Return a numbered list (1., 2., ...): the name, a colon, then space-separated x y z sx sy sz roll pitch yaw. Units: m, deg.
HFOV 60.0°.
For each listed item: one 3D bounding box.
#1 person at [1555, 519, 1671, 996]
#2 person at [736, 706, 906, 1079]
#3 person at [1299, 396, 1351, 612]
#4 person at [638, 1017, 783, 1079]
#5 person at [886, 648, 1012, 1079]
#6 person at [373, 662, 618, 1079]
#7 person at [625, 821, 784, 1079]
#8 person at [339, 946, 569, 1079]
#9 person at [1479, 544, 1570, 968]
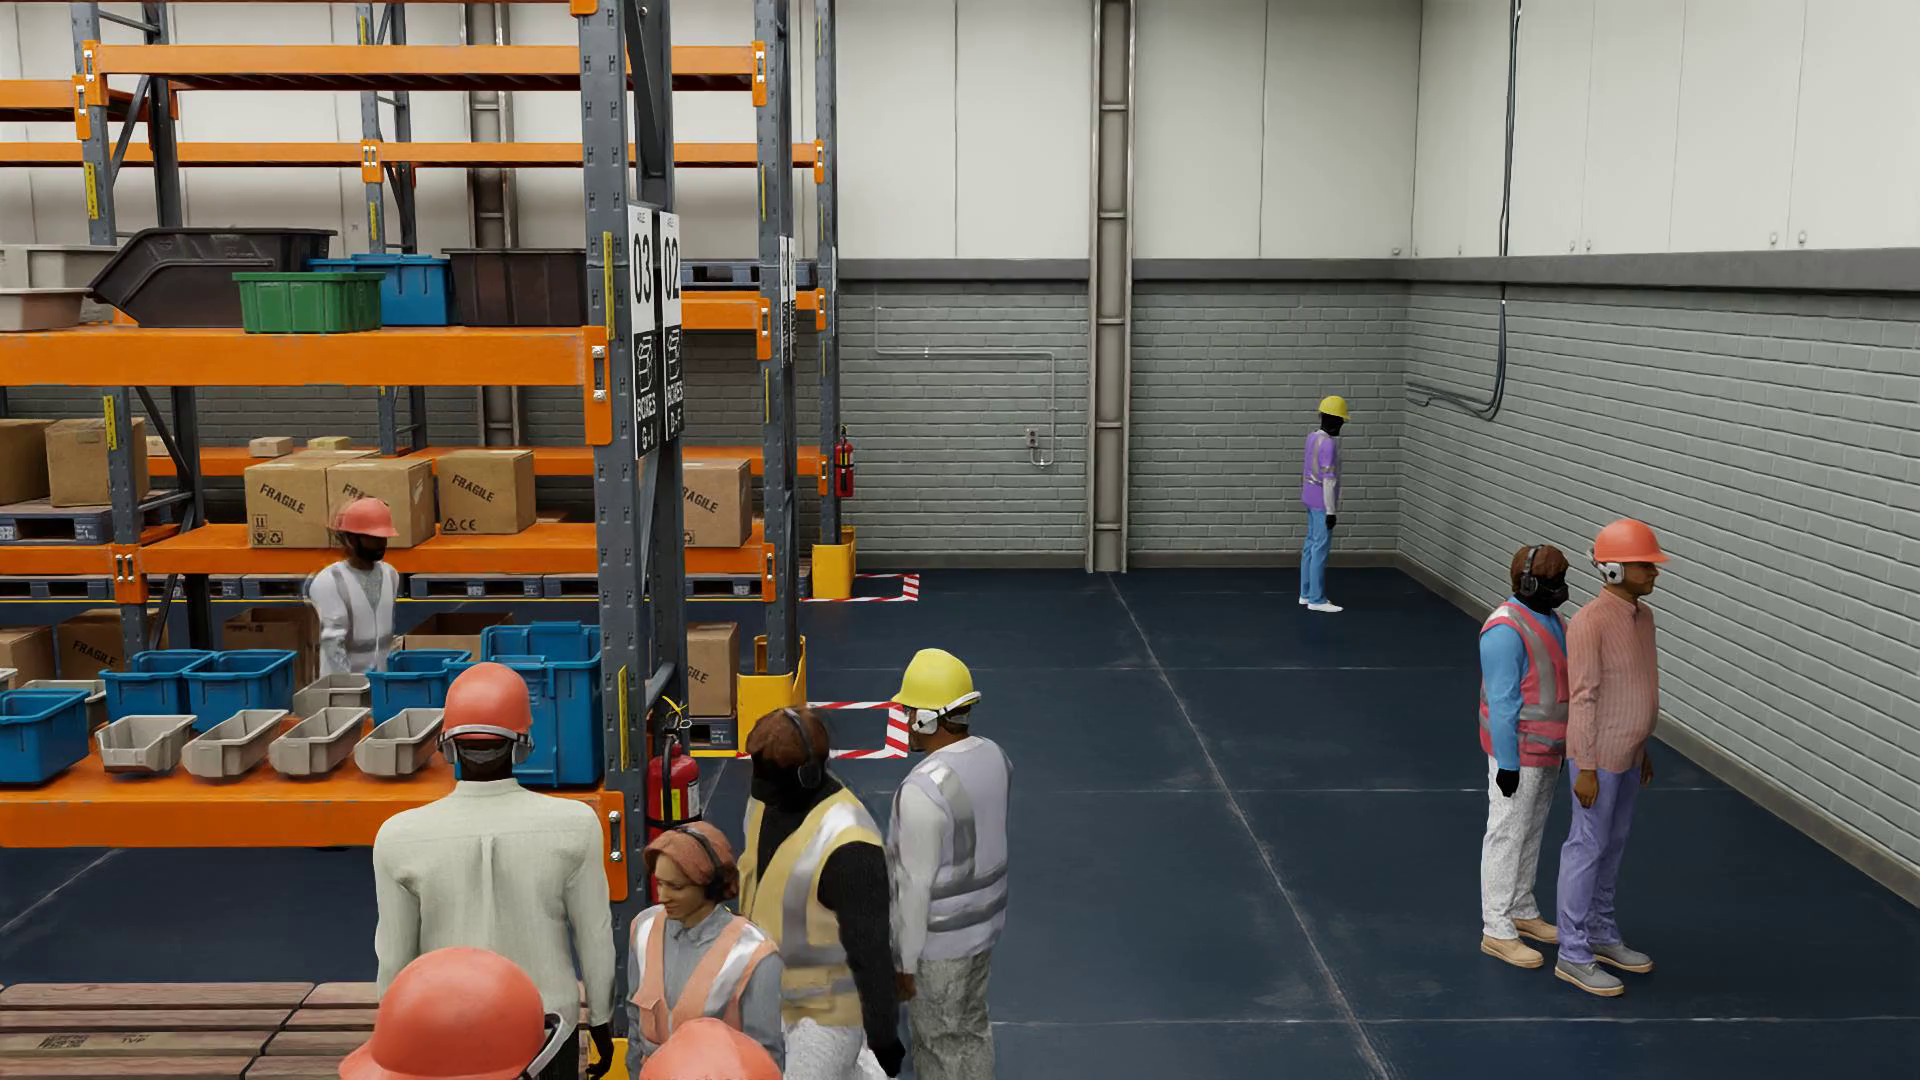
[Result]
1. person: 2.762 0.899 7.047 0.375 1.997 0.611 9 13 43
2. person: -0.305 1.331 5.013 0.779 1.802 0.647 -5 10 -28
3. person: 3.242 -0.322 14.781 0.391 1.915 0.591 -1 9 -3
4. person: -0.352 1.668 2.535 0.552 1.937 0.389 -7 12 -38
5. person: -0.052 1.254 5.414 0.403 1.824 0.598 4 10 25
6. person: -1.245 1.312 4.517 0.622 1.994 0.381 -3 10 -15
7. person: -0.661 1.520 4.360 0.522 1.631 0.317 6 11 34
8. person: -0.754 1.610 2.695 0.378 1.995 0.609 -3 10 -20
9. person: 2.519 0.929 7.341 0.429 1.844 0.627 7 12 38
